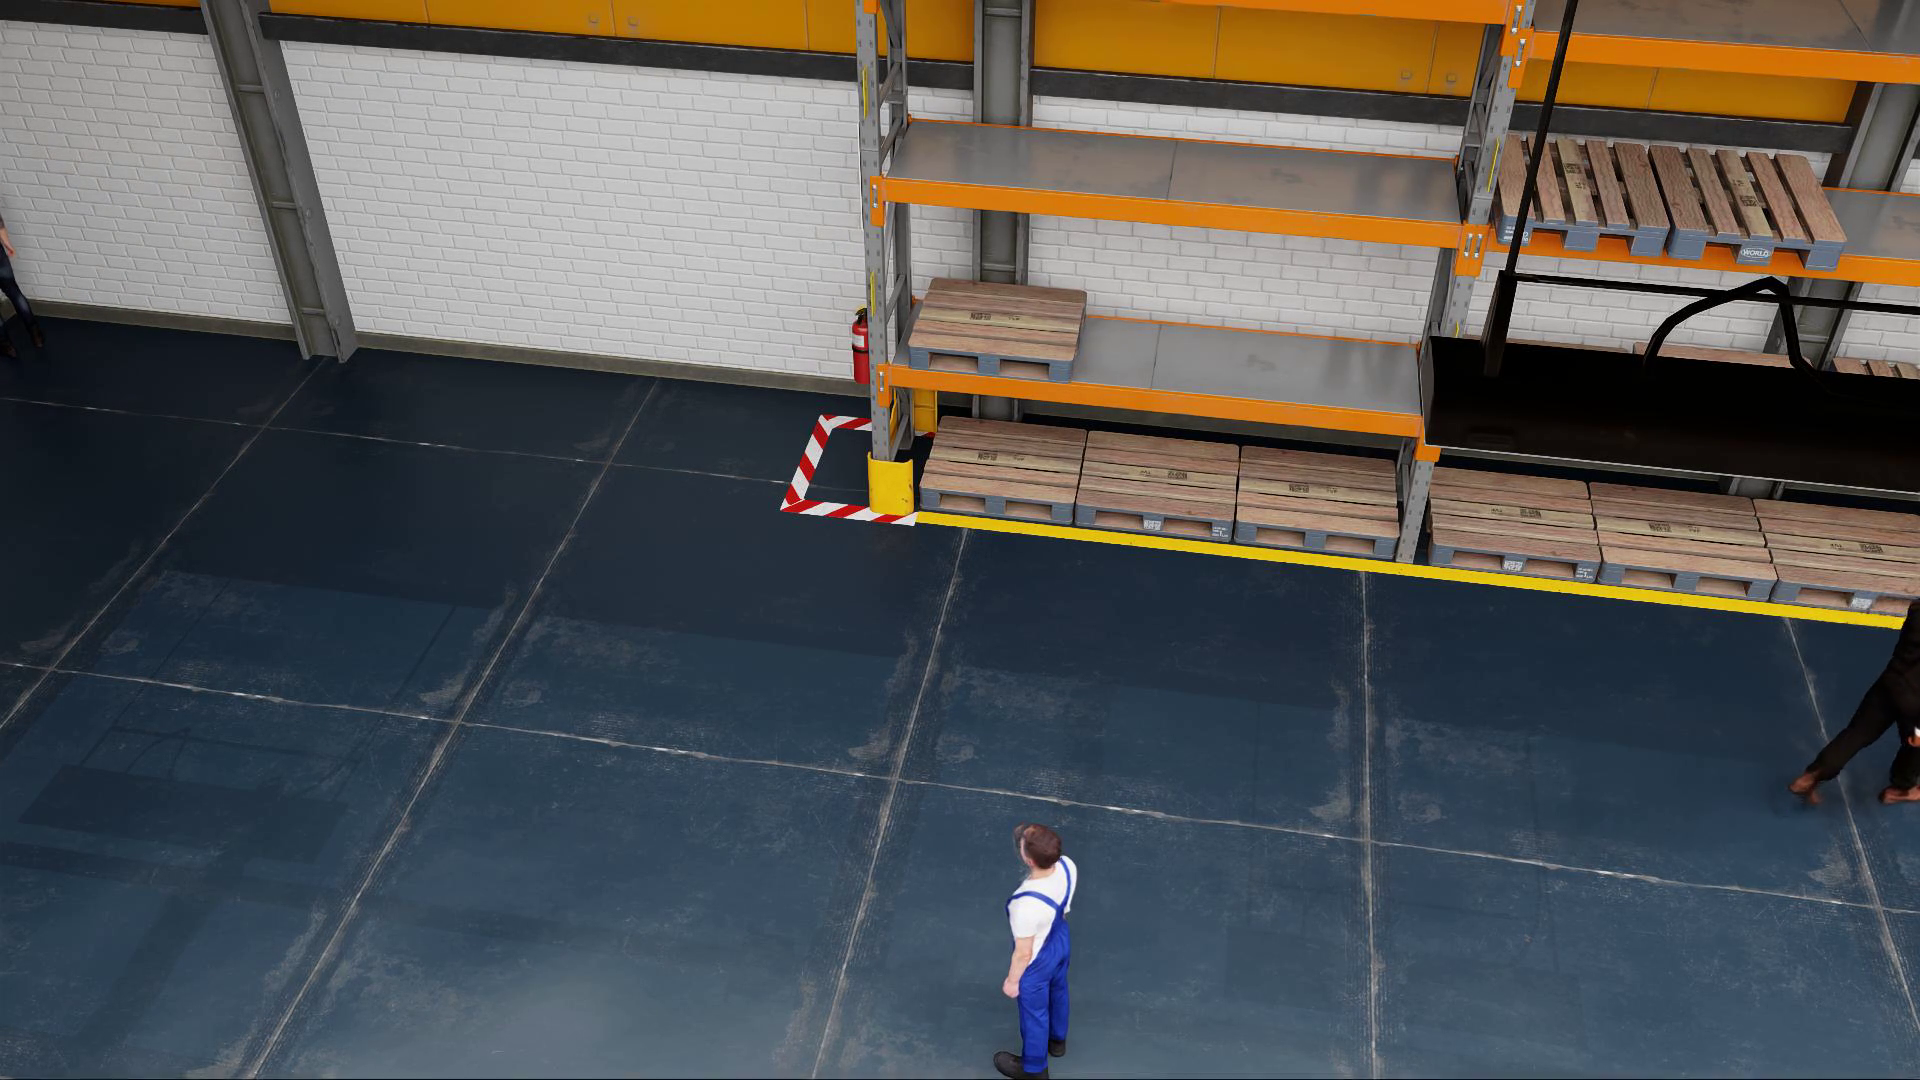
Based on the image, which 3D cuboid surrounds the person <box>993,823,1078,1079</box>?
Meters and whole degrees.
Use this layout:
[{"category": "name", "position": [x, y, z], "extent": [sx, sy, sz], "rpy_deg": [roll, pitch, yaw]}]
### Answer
[{"category": "person", "position": [0.414, 2.124, 8.538], "extent": [0.716, 1.850, 0.715], "rpy_deg": [24, 45, 27]}]

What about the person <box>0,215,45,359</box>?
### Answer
[{"category": "person", "position": [-8.378, -2.449, 14.221], "extent": [0.771, 1.903, 0.772], "rpy_deg": [31, 48, 32]}]

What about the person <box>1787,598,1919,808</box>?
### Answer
[{"category": "person", "position": [5.614, 0.956, 9.985], "extent": [1.354, 1.869, 1.079], "rpy_deg": [-10, 40, -13]}]
